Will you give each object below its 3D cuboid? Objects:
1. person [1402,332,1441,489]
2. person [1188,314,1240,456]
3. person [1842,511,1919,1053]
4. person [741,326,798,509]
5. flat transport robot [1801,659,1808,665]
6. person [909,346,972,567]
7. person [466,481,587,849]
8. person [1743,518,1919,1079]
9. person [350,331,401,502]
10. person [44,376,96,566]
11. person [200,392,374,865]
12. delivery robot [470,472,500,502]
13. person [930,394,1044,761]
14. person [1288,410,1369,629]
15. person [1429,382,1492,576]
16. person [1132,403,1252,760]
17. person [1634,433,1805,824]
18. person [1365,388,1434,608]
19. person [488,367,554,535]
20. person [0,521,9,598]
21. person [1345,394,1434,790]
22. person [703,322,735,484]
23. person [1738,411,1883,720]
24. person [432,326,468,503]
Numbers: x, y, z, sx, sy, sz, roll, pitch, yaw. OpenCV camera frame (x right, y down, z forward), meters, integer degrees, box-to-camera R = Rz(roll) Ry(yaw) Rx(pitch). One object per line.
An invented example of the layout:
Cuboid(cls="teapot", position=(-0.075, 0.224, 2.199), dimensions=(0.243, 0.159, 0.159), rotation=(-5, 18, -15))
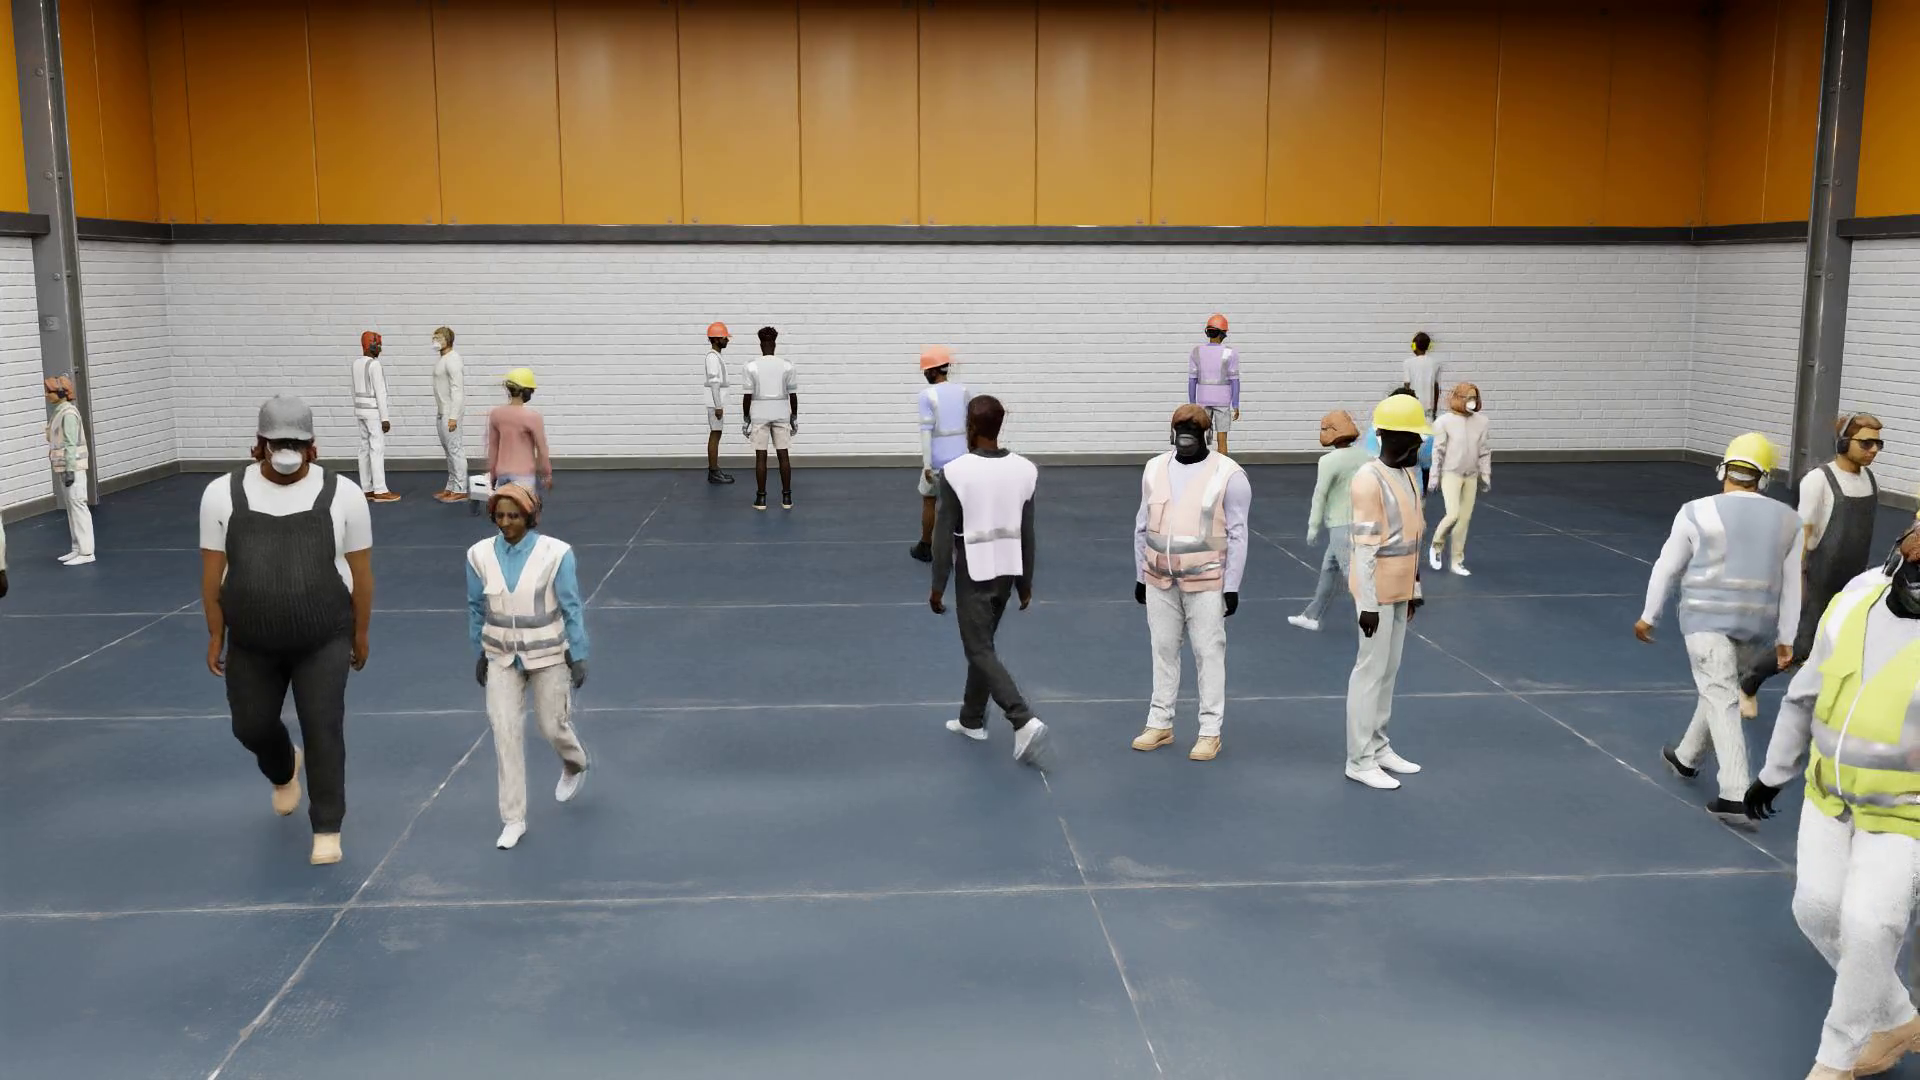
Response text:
Cuboid(cls="person", position=(5.417, -1.543, 19.751), dimensions=(0.535, 1.819, 0.926), rotation=(-1, 9, -9))
Cuboid(cls="person", position=(2.988, -1.616, 19.497), dimensions=(0.615, 2.042, 0.375), rotation=(5, 10, 27))
Cuboid(cls="person", position=(3.128, 0.689, 5.533), dimensions=(0.604, 1.892, 0.877), rotation=(1, 9, 7))
Cuboid(cls="person", position=(-2.038, -1.306, 17.807), dimensions=(0.614, 1.957, 0.391), rotation=(-3, 9, -16))
Cuboid(cls="flat transport robot", position=(5.719, 0.774, 10.037), dimensions=(0.652, 0.197, 1.431), rotation=(-1, 9, -6))
Cuboid(cls="person", position=(-0.162, -0.711, 14.282), dimensions=(0.587, 1.883, 0.938), rotation=(-5, 10, -27))
Cuboid(cls="person", position=(-1.909, 0.513, 7.470), dimensions=(0.535, 1.608, 0.670), rotation=(1, 9, 6))
Cuboid(cls="person", position=(2.772, 0.813, 4.991), dimensions=(0.554, 1.805, 0.674), rotation=(-4, 10, -21))
Cuboid(cls="person", position=(-6.492, -1.362, 18.393), dimensions=(0.573, 1.887, 0.354), rotation=(8, 12, 41))
Cuboid(cls="person", position=(-7.717, -0.601, 14.409), dimensions=(0.311, 1.634, 0.514), rotation=(-7, 11, -37))
Cuboid(cls="person", position=(-2.895, 0.342, 7.208), dimensions=(0.695, 2.000, 0.704), rotation=(-2, 9, -14))
Cuboid(cls="delivery robot", position=(-4.731, -0.546, 17.142), dimensions=(0.707, 0.478, 0.477), rotation=(8, 12, 39))
Cuboid(cls="person", position=(0.164, 0.187, 8.690), dimensions=(0.602, 1.890, 0.882), rotation=(-7, 11, -36))
Cuboid(cls="person", position=(2.636, -0.100, 11.425), dimensions=(0.507, 1.583, 0.889), rotation=(-9, 12, -43))
Cuboid(cls="person", position=(4.171, -0.505, 13.830), dimensions=(0.499, 1.623, 0.346), rotation=(-3, 9, -17))
Cuboid(cls="person", position=(1.174, 0.211, 8.647), dimensions=(0.631, 1.846, 0.429), rotation=(6, 11, 34))
Cuboid(cls="person", position=(3.580, 0.384, 7.818), dimensions=(0.605, 1.770, 0.981), rotation=(-1, 9, -5))
Cuboid(cls="person", position=(3.322, -0.325, 12.630), dimensions=(0.540, 1.638, 0.880), rotation=(1, 9, 6))
Cuboid(cls="person", position=(-3.606, -0.526, 13.592), dimensions=(0.527, 1.750, 0.427), rotation=(5, 10, 28))
Cuboid(cls="person", position=(-5.394, 0.146, 8.790), dimensions=(0.630, 1.941, 1.053), rotation=(-5, 10, -27))
Cuboid(cls="person", position=(2.109, 0.245, 8.179), dimensions=(0.373, 1.924, 0.594), rotation=(6, 11, 33))
Cuboid(cls="person", position=(-2.909, -1.651, 20.041), dimensions=(0.361, 1.939, 0.543), rotation=(-2, 9, -9))
Cuboid(cls="person", position=(4.565, 0.202, 8.853), dimensions=(0.524, 1.816, 0.870), rotation=(-3, 10, -18))
Cuboid(cls="person", position=(-5.649, -1.385, 18.370), dimensions=(0.359, 1.939, 0.635), rotation=(-5, 10, -28))
